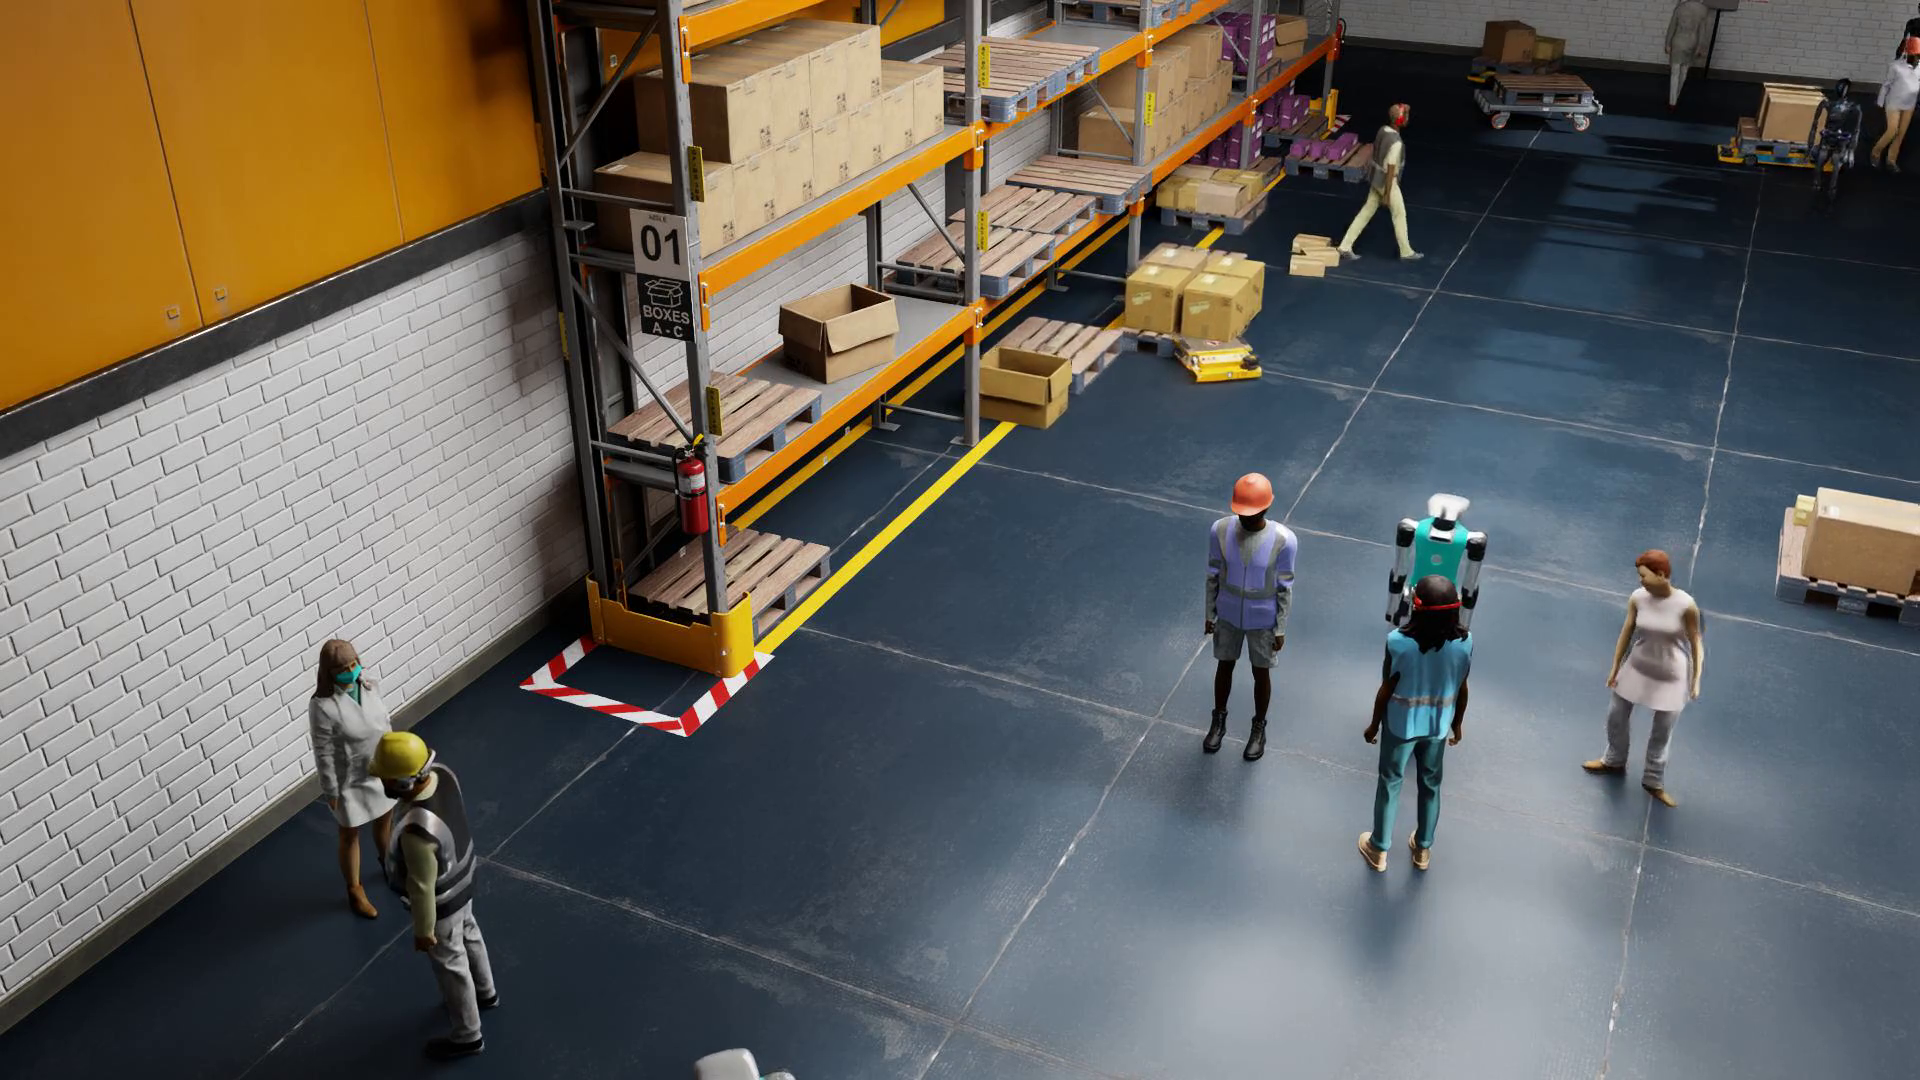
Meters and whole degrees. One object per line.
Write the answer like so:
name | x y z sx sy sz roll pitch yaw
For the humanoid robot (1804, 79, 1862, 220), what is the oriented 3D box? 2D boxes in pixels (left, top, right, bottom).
humanoid robot | 10.490 -4.708 19.979 0.590 1.644 0.440 24 37 37

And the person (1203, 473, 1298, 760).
person | 1.735 0.465 10.122 0.540 1.932 0.382 12 31 21

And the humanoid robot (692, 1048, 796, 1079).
humanoid robot | -0.718 2.756 6.147 0.541 1.859 0.745 -13 31 -23

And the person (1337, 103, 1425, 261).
person | 4.730 -3.954 18.453 0.998 1.795 0.568 -5 29 -9

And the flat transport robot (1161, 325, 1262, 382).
flat transport robot | 2.386 -1.912 16.273 0.659 0.231 1.431 -6 29 -11

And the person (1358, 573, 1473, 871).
person | 2.510 1.024 9.148 0.538 1.863 0.379 -1 28 -1

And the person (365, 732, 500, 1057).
person | -2.525 1.679 7.985 0.404 1.825 0.588 -1 28 -2

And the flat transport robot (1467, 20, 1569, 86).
flat transport robot | 8.824 -7.293 26.251 1.431 0.231 0.659 22 35 35

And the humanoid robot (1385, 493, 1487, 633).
humanoid robot | 2.970 0.412 10.443 0.535 1.750 1.012 11 30 20

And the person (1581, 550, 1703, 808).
person | 4.109 0.815 9.786 0.605 1.630 0.278 20 34 33

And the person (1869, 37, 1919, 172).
person | 12.302 -5.676 21.709 0.548 1.735 0.389 -2 28 -3

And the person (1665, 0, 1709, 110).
person | 10.800 -7.397 24.849 0.520 1.786 0.927 5 29 9

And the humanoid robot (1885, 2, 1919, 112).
humanoid robot | 13.949 -7.048 24.320 0.583 1.647 0.425 -10 30 -18

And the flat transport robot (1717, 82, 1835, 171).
flat transport robot | 10.964 -5.186 22.345 1.431 0.231 0.659 10 30 18

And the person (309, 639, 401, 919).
person | -3.204 1.256 8.929 0.338 1.659 0.493 16 32 28
